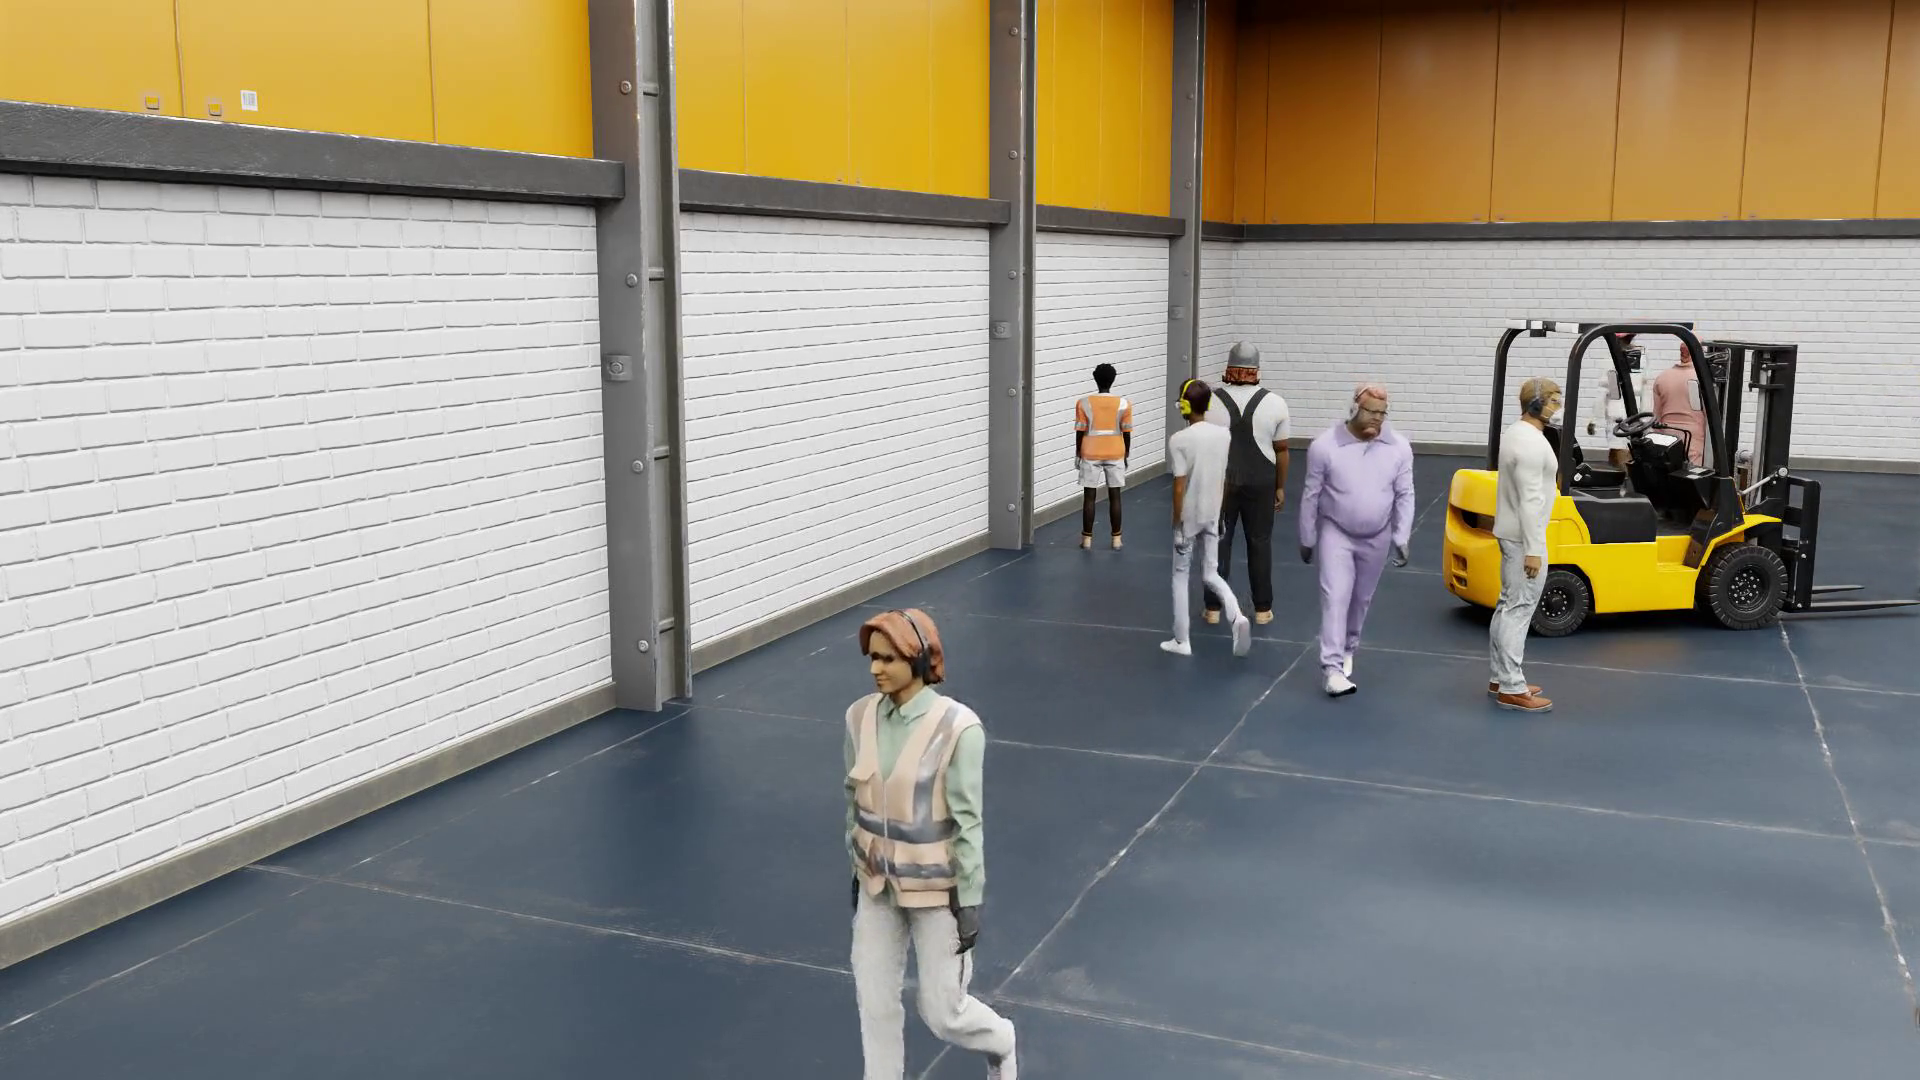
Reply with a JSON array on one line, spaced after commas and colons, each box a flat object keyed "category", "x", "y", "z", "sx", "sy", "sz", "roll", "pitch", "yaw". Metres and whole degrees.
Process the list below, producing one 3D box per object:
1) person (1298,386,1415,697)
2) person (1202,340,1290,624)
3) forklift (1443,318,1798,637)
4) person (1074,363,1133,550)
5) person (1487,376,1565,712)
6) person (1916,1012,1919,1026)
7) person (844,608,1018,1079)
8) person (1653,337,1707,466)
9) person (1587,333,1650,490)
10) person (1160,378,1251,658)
[{"category": "person", "x": 2.410, "y": -0.009, "z": 10.089, "sx": 0.645, "sy": 1.852, "sz": 0.971, "roll": -1, "pitch": 9, "yaw": -3}, {"category": "person", "x": 2.008, "y": -0.414, "z": 11.953, "sx": 0.687, "sy": 2.000, "sz": 0.538, "roll": 1, "pitch": 9, "yaw": 8}, {"category": "forklift", "x": 4.706, "y": -0.497, "z": 11.990, "sx": 2.313, "sy": 2.155, "sz": 1.214, "roll": -2, "pitch": 10, "yaw": -10}, {"category": "person", "x": 1.297, "y": -0.750, "z": 15.052, "sx": 0.531, "sy": 1.690, "sz": 0.319, "roll": 0, "pitch": 9, "yaw": -3}, {"category": "person", "x": 3.282, "y": 0.015, "z": 9.661, "sx": 0.354, "sy": 1.936, "sz": 0.635, "roll": 2, "pitch": 10, "yaw": 10}, {"category": "person", "x": 2.500, "y": 0.927, "z": 3.816, "sx": 0.650, "sy": 2.039, "sz": 0.392, "roll": -3, "pitch": 10, "yaw": -17}, {"category": "person", "x": -0.096, "y": 0.980, "z": 4.770, "sx": 0.523, "sy": 1.620, "sz": 0.592, "roll": 7, "pitch": 12, "yaw": 38}, {"category": "person", "x": 6.726, "y": -0.914, "z": 15.381, "sx": 0.407, "sy": 1.910, "sz": 0.640, "roll": -6, "pitch": 11, "yaw": -32}, {"category": "person", "x": 6.879, "y": -1.316, "z": 17.517, "sx": 0.632, "sy": 2.003, "sz": 0.863, "roll": -5, "pitch": 11, "yaw": -29}, {"category": "person", "x": 1.583, "y": -0.119, "z": 10.764, "sx": 0.521, "sy": 1.845, "sz": 0.731, "roll": -5, "pitch": 10, "yaw": -26}]
